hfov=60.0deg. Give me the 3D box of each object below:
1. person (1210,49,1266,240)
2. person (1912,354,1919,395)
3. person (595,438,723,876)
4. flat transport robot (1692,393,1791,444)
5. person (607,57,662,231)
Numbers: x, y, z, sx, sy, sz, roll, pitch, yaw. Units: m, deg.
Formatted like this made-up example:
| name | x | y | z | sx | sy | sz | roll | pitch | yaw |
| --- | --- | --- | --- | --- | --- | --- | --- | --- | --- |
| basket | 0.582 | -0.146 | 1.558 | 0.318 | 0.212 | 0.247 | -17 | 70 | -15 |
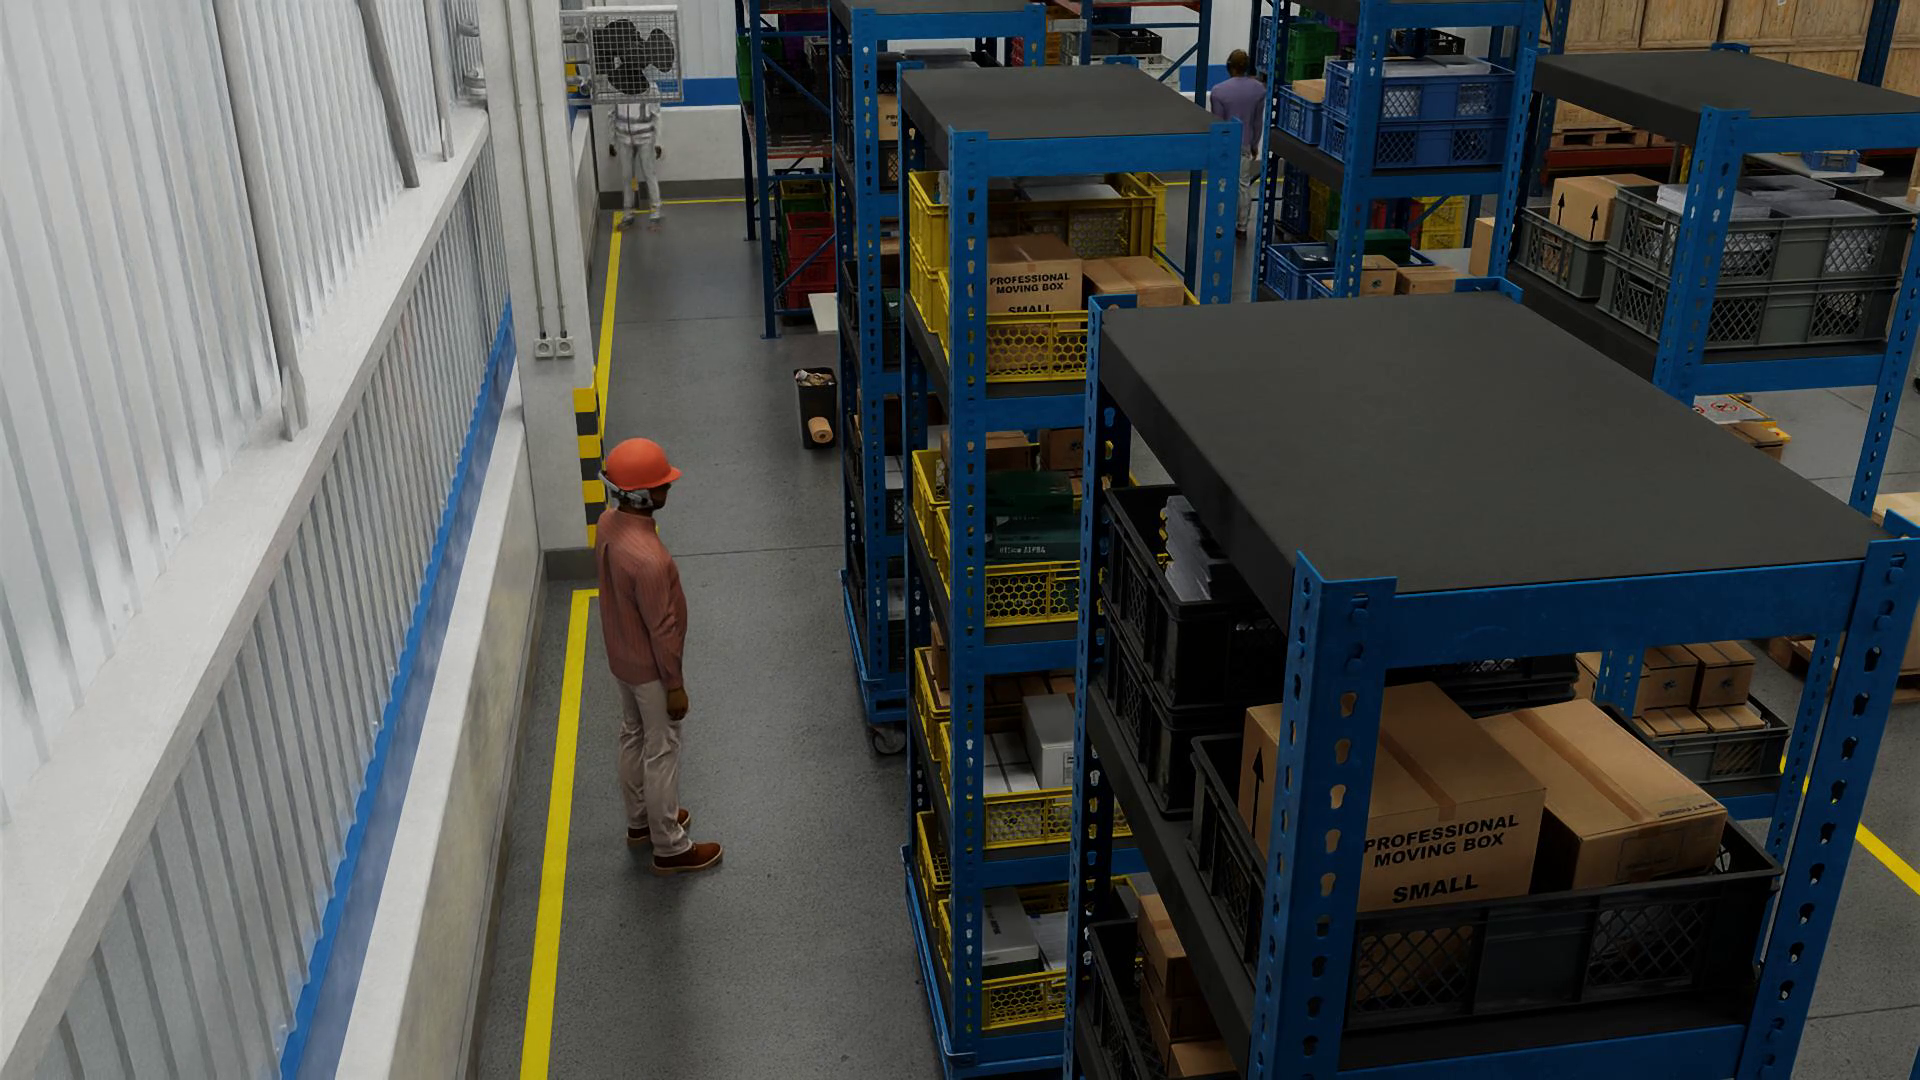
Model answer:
| name | x | y | z | sx | sy | sz | roll | pitch | yaw |
| --- | --- | --- | --- | --- | --- | --- | --- | --- | --- |
| person | 2.800 | -4.029 | 17.043 | 0.635 | 1.938 | 0.354 | -10 | 27 | -21 |
| person | 7.741 | -1.983 | 12.736 | 0.606 | 1.823 | 0.405 | 4 | 25 | 8 |
| person | -1.323 | 0.503 | 7.126 | 0.382 | 1.995 | 0.612 | -15 | 29 | -29 |
| flat transport robot | 5.224 | -0.859 | 12.132 | 1.431 | 0.197 | 0.652 | -4 | 25 | -8 |
| person | -3.416 | -4.203 | 17.485 | 0.584 | 1.883 | 0.339 | 5 | 25 | 10 |
